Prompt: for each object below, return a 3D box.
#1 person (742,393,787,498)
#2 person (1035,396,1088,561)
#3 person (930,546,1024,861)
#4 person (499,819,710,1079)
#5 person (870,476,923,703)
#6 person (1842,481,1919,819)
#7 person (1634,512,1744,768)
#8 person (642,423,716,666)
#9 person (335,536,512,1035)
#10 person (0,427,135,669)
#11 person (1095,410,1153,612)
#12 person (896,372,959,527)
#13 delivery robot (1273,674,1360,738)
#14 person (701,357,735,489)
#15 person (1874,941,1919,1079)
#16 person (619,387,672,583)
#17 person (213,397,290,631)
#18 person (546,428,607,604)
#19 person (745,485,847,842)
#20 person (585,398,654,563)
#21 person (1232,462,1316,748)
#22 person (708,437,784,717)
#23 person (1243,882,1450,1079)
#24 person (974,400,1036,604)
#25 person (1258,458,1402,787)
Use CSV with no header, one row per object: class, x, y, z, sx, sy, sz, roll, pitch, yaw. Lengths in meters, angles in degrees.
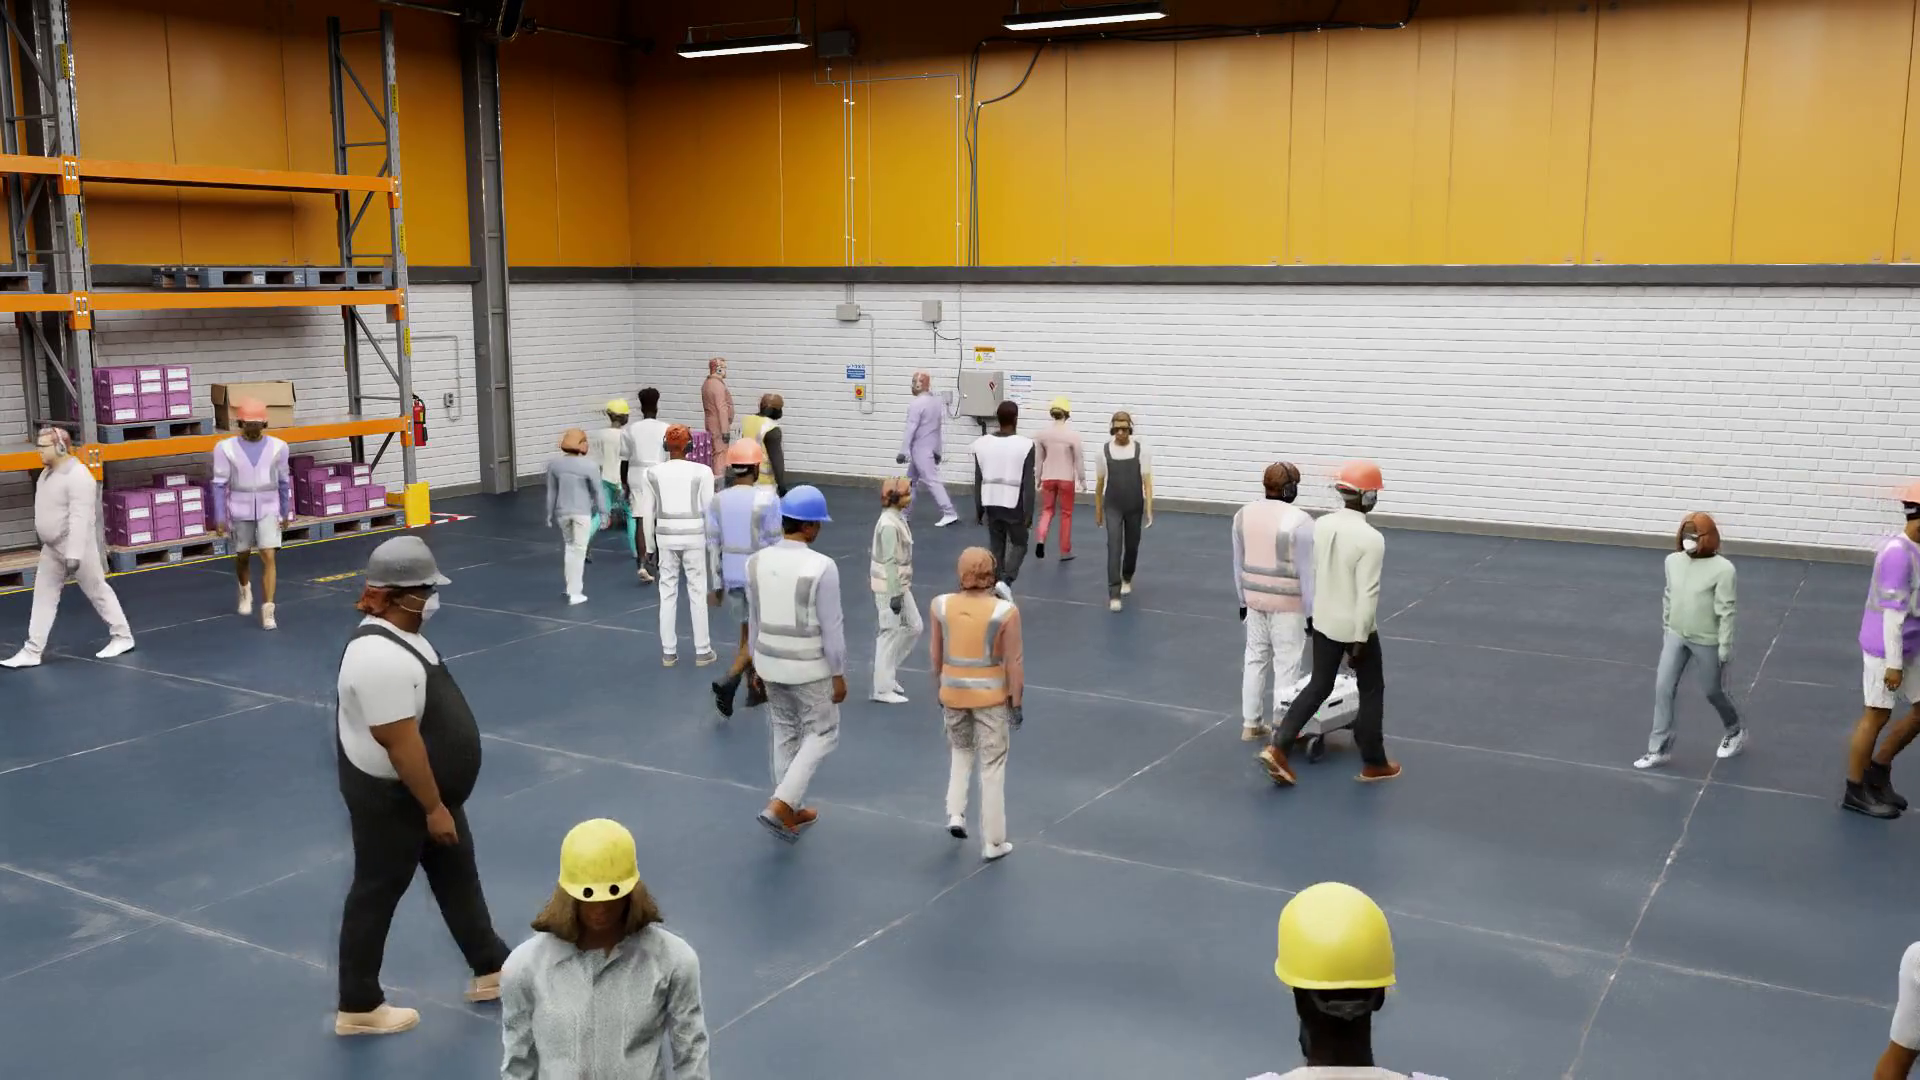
person,-2.040,-0.628,17.297,0.437,1.803,0.668,-6,11,-32
person,1.042,-0.633,17.461,0.547,1.757,0.493,5,10,28
person,0.088,0.841,8.678,0.534,1.620,0.429,3,10,21
person,-0.855,1.536,4.048,0.509,1.715,0.759,-2,9,-12
person,-0.448,0.352,11.705,0.381,1.623,0.546,0,9,3
person,5.223,0.606,9.257,0.460,1.904,0.629,8,12,42
person,4.573,0.603,10.258,0.815,1.598,0.504,-6,11,-31
person,-2.152,0.042,12.848,0.573,1.883,0.357,1,9,3
person,-2.093,0.959,6.636,0.935,2.000,0.693,-1,9,-8
person,-6.931,0.050,12.887,0.666,1.853,0.992,6,11,34
person,1.492,-0.301,15.258,0.517,1.805,0.939,0,9,0
person,-0.448,-1.090,20.026,1.029,1.861,0.645,3,10,18
delivery robot,2.296,1.019,10.566,0.477,0.478,0.707,8,13,41
person,-3.238,-1.502,22.417,0.410,1.908,0.642,-5,10,-28
person,2.384,1.524,3.833,0.520,1.819,0.973,3,10,18
person,-3.075,-0.550,16.467,0.612,1.920,1.018,-1,9,-5
person,-6.145,-0.264,14.461,0.620,2.003,1.051,-5,10,-27
person,-3.518,-0.232,15.368,0.539,1.614,0.538,2,9,13
person,-0.891,0.670,8.808,0.613,1.923,0.592,6,11,33
person,-3.679,-0.619,17.473,0.848,1.738,0.527,-9,13,-44
person,2.044,0.416,10.660,0.428,1.842,0.647,-8,12,-39
person,-1.490,0.258,11.412,0.549,1.919,0.803,5,10,27
person,0.722,1.578,3.226,0.598,1.887,0.875,1,9,8
person,0.388,-0.299,14.929,0.591,1.904,0.510,4,10,21
person,2.215,0.497,9.797,0.893,1.964,0.608,-5,11,-31
